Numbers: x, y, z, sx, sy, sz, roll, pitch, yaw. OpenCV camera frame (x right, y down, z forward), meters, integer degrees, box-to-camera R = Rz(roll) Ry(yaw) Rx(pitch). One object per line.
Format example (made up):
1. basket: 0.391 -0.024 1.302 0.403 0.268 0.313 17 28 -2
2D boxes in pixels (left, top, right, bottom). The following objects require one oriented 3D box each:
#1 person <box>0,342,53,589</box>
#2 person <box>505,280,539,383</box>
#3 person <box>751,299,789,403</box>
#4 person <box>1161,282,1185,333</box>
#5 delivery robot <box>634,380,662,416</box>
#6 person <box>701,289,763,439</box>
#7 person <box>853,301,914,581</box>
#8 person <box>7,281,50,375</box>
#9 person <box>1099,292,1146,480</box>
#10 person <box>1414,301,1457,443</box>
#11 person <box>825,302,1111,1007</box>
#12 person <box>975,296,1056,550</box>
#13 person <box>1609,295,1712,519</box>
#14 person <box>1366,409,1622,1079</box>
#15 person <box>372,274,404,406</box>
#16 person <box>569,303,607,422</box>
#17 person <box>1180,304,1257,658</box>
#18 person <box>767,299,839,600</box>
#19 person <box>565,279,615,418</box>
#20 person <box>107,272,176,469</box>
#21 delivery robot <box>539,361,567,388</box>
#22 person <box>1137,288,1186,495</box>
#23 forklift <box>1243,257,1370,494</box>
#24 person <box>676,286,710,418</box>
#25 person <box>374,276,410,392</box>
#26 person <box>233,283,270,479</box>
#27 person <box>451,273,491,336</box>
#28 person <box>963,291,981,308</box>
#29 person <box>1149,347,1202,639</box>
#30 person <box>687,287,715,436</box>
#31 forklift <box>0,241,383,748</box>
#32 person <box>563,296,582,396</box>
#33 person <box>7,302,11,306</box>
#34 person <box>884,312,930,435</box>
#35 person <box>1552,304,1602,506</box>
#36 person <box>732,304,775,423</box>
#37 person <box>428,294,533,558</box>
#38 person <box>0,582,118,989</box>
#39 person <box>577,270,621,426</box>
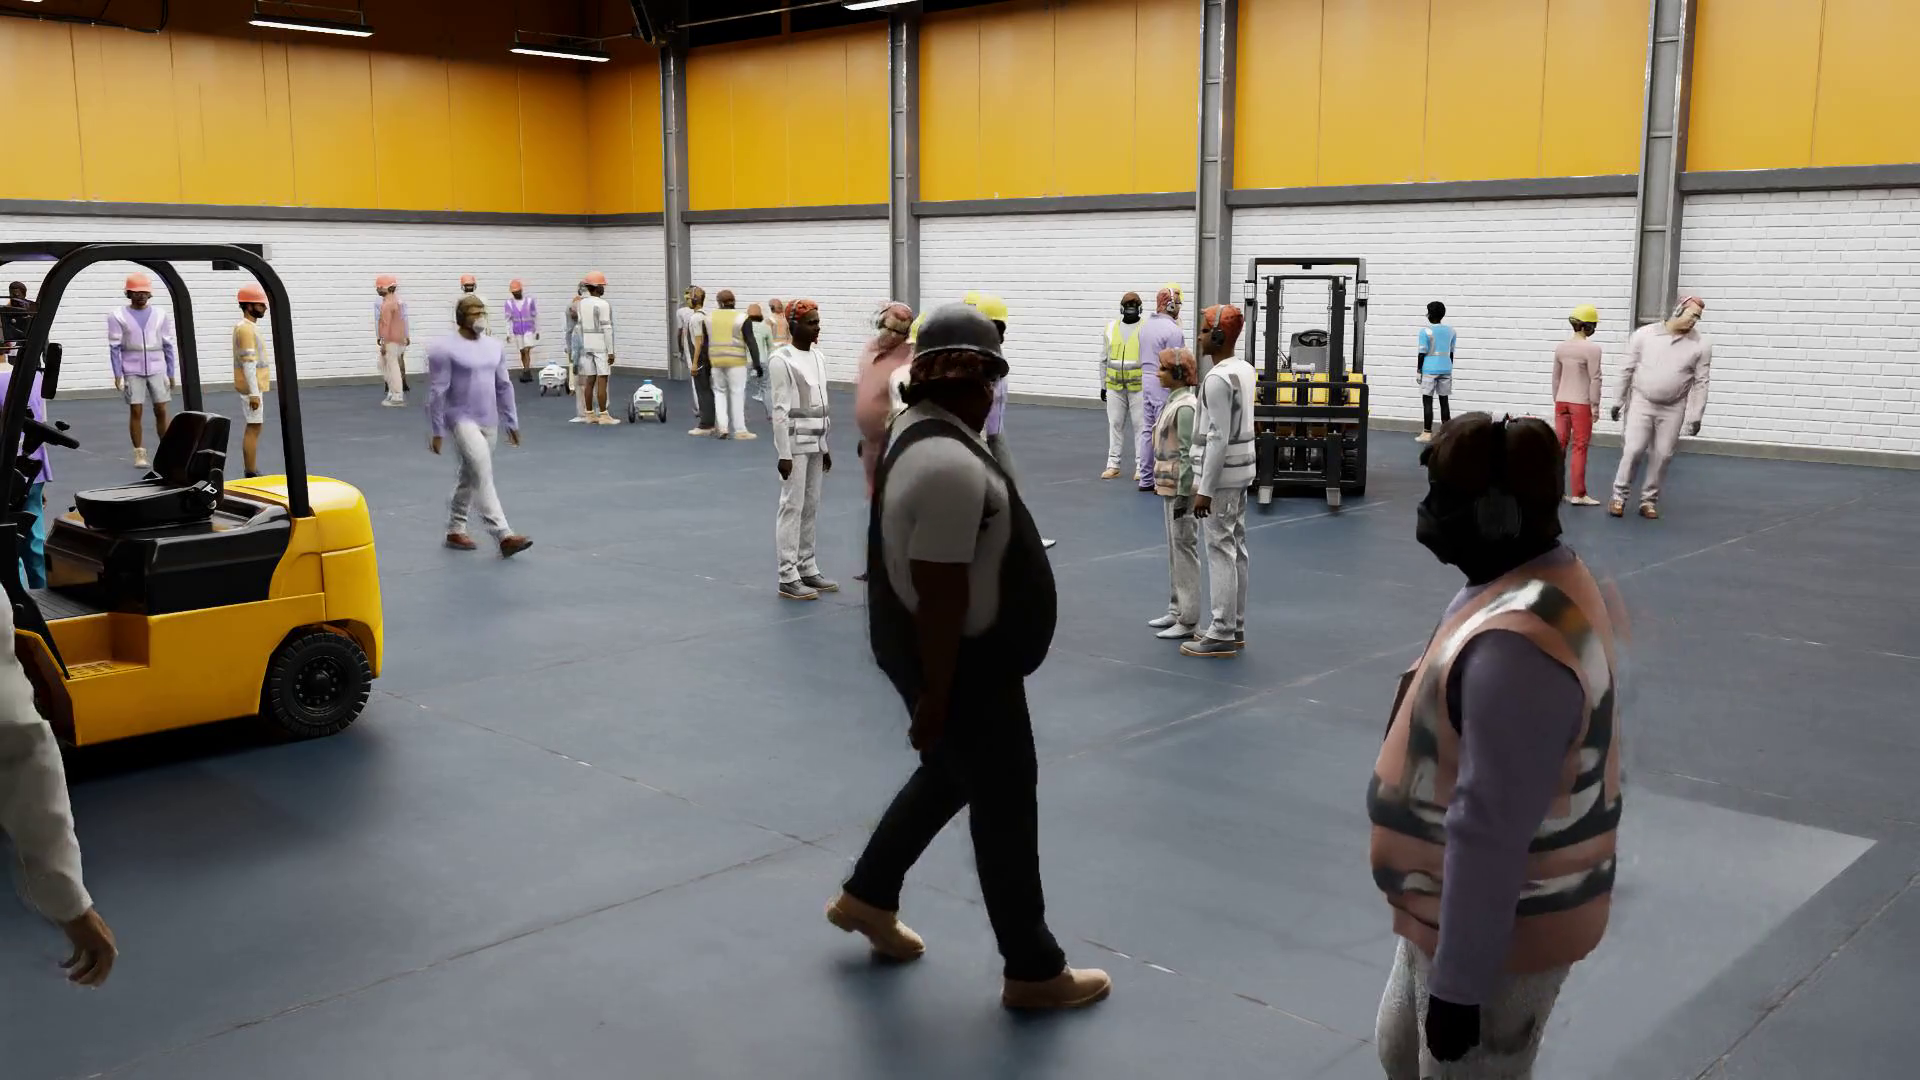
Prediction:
1. person: -4.985 -0.262 8.714 0.390 1.847 0.563 2 9 10
2. person: -7.994 -3.793 30.323 0.555 1.855 0.999 -1 9 -5
3. person: -2.868 -2.889 25.535 0.794 1.600 0.548 8 12 40
4. person: 2.253 -1.818 18.008 0.383 1.924 0.594 7 11 35
5. delivery robot: -4.241 -1.931 22.608 0.477 0.478 0.707 -1 9 -7
6. person: -2.763 -2.120 20.206 0.766 1.826 0.442 2 10 15
7. person: -0.486 -0.605 10.774 0.395 1.873 0.724 -7 11 -35
8. person: -11.660 -2.254 20.713 0.597 1.914 0.371 -5 11 -28
9. person: 1.659 -1.510 16.371 0.630 1.846 0.429 4 10 23
10. person: 5.672 -1.998 19.841 0.535 1.694 0.321 -4 10 -21
11. person: -0.010 0.286 4.757 0.728 2.000 0.693 -2 9 -10
12. person: 0.205 -0.829 12.094 0.984 1.871 0.611 6 11 31
13. person: 5.792 -1.088 13.745 0.734 1.858 0.427 3 10 16
14. person: 0.949 0.678 2.995 0.445 1.829 0.651 3 10 19
15. person: -8.633 -2.987 24.996 0.518 1.979 0.644 -2 9 -10
16. person: -5.058 -2.375 22.369 0.411 1.614 0.543 0 9 -1
17. person: 1.393 -0.310 8.898 0.355 1.883 0.574 4 10 24
18. person: -0.990 -0.573 10.509 0.350 1.882 0.583 4 10 22
19. person: -5.051 -2.598 22.761 0.666 1.933 0.394 -2 9 -11
20. person: -8.485 -1.752 17.292 0.611 2.034 0.419 -7 12 -37
21. delivery robot: -6.668 -2.694 27.258 0.477 0.478 0.707 0 10 -3
22. person: 1.886 -1.359 15.285 0.402 1.902 0.640 -4 10 -23
23. forklift: 3.309 -1.629 16.029 1.214 2.155 2.313 2 9 11
24. person: -3.736 -2.637 23.327 0.500 1.827 0.881 -4 10 -25
25. person: -9.590 -3.475 28.120 0.551 1.939 0.353 -1 9 -8
26. person: -6.580 -1.423 15.552 0.373 1.934 0.551 -4 10 -22
27. person: -7.743 -3.216 26.366 0.612 1.997 0.376 -6 11 -31
28. person: 0.172 -2.448 22.358 0.315 1.769 0.524 4 10 22
29. person: 1.228 -0.264 9.361 0.311 1.638 0.523 0 9 0
30. person: -3.230 -2.215 20.691 0.336 1.844 0.508 1 9 9
31. forklift: -3.706 -0.171 7.093 1.214 2.155 2.313 9 13 43
32. person: -6.215 -3.164 27.157 0.497 1.633 0.278 -3 10 -16
33. person: -14.013 -2.752 24.707 0.632 1.604 0.402 4 10 22
34. person: -0.179 -0.399 9.614 0.614 1.822 0.414 5 10 26
35. person: 5.433 -1.188 14.634 0.331 1.768 0.526 -4 10 -24
36. person: -2.772 -2.370 22.399 0.584 1.615 0.394 -4 10 -22
37. person: -3.461 -0.824 12.037 1.003 1.882 0.651 6 11 32
38. person: -1.759 0.682 2.734 0.912 1.898 0.652 5 10 28
39. person: -4.784 -2.527 21.987 0.607 2.048 0.370 7 12 38
